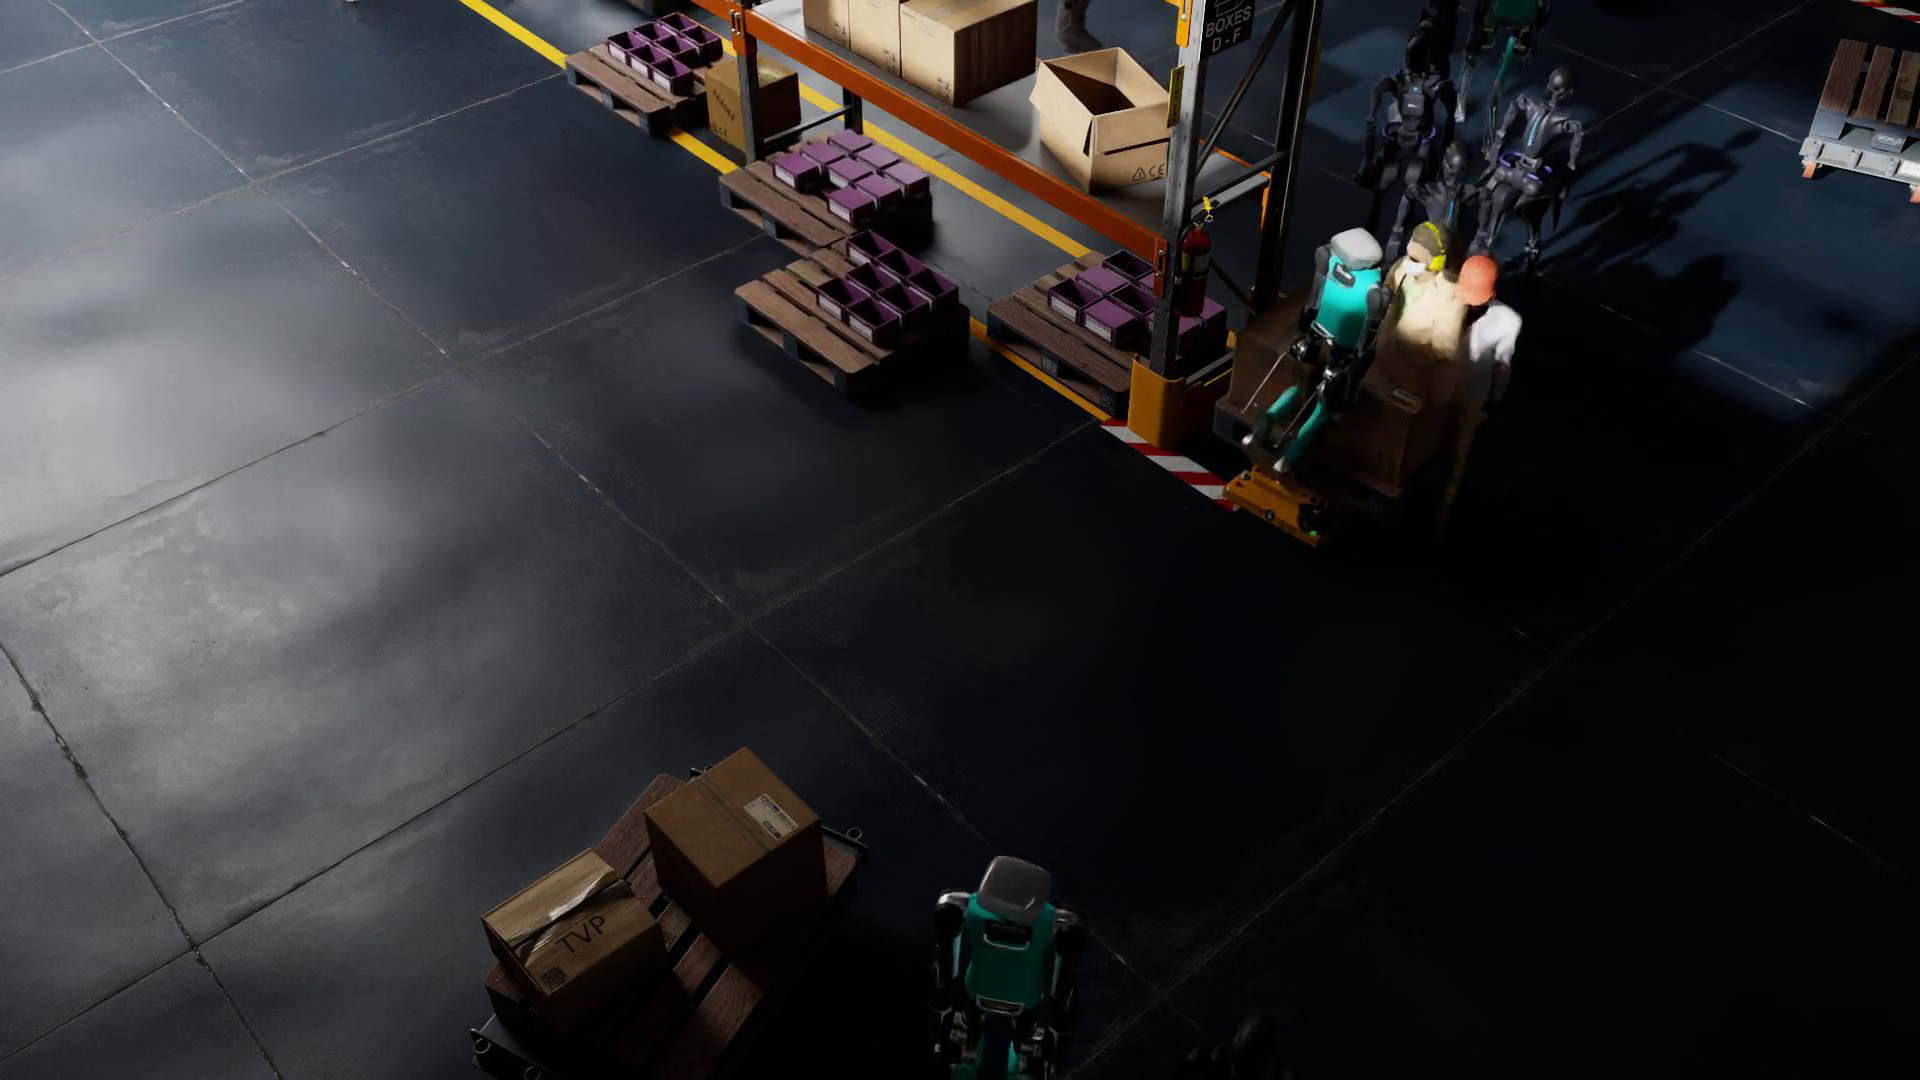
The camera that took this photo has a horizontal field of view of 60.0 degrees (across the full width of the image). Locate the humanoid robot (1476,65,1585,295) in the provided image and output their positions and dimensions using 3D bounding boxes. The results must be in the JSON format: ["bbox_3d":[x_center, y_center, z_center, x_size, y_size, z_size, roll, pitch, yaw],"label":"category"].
[{"bbox_3d":[3.577,-2.271,10.549,0.613,1.633,0.622,-34,52,-31],"label":"humanoid robot"}]

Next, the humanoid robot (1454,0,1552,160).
[{"bbox_3d":[3.864,-3.732,12.114,0.535,1.777,0.989,-3,43,-3],"label":"humanoid robot"}]

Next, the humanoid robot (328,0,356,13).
[{"bbox_3d":[-5.251,-5.168,13.713,0.543,1.888,0.717,-30,51,-29],"label":"humanoid robot"}]

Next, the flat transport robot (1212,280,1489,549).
[{"bbox_3d":[2.216,-0.507,9.646,0.659,0.231,1.431,32,52,30],"label":"flat transport robot"}]

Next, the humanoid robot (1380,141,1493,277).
[{"bbox_3d":[2.761,-1.602,9.795,0.586,1.656,0.337,3,43,3],"label":"humanoid robot"}]

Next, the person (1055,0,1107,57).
[{"bbox_3d":[0.961,-4.262,12.531,0.585,1.888,0.663,9,43,9],"label":"person"}]

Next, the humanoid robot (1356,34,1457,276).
[{"bbox_3d":[2.892,-2.464,10.736,0.608,1.651,0.325,9,43,9],"label":"humanoid robot"}]

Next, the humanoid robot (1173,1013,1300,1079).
[{"bbox_3d":[0.982,2.128,5.754,0.593,1.630,0.703,13,44,14],"label":"humanoid robot"}]

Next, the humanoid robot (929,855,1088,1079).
[{"bbox_3d":[0.118,1.945,5.911,0.542,1.779,0.787,6,43,7],"label":"humanoid robot"}]

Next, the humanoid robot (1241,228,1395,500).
[{"bbox_3d":[1.826,-0.798,8.906,0.664,1.829,0.552,-21,47,-21],"label":"humanoid robot"}]

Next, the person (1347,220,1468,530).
[{"bbox_3d":[2.320,-0.884,8.879,0.562,1.859,0.576,-14,44,-15],"label":"person"}]

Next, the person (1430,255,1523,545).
[{"bbox_3d":[2.650,-0.883,8.991,0.593,1.721,0.755,12,44,13],"label":"person"}]

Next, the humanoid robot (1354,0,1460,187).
[{"bbox_3d":[3.167,-3.063,11.413,0.751,1.623,0.601,33,52,30],"label":"humanoid robot"}]
